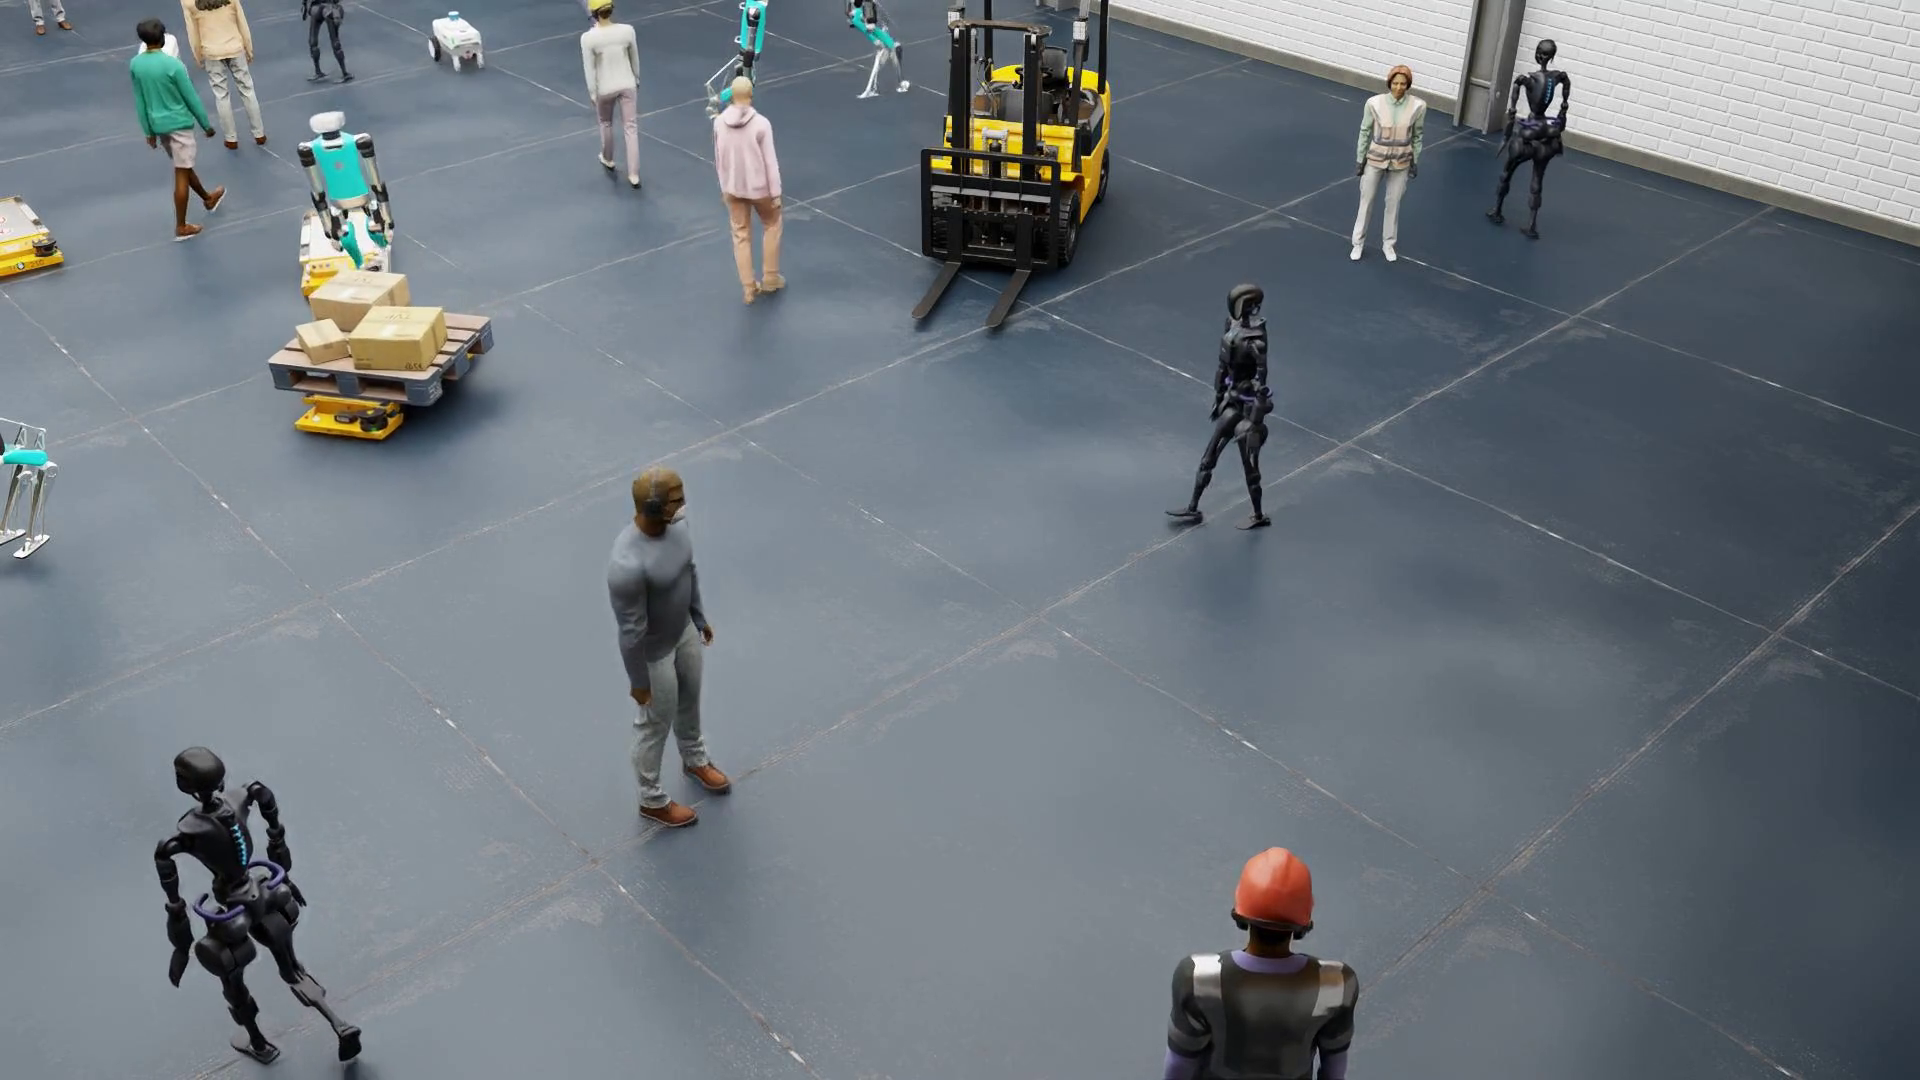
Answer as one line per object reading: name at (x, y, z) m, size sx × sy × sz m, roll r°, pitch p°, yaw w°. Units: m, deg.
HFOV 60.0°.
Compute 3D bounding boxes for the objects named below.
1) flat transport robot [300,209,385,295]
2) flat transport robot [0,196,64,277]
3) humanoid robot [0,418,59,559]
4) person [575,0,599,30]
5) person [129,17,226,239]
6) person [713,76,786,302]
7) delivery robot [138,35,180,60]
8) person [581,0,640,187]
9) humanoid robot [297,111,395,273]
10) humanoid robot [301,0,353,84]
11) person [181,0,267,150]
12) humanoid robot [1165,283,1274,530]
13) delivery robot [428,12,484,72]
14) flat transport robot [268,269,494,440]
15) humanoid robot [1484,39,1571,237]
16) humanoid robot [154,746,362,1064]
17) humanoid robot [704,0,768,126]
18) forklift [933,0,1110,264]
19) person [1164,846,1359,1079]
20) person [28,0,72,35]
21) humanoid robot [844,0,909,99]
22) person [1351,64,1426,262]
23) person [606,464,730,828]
flat transport robot at (-5.159, -2.447, 13.934) m, size 0.659 × 0.231 × 1.431 m, roll -9°, pitch 34°, yaw -14°
flat transport robot at (-8.174, -2.584, 14.144) m, size 0.659 × 0.231 × 1.431 m, roll -23°, pitch 40°, yaw -31°
humanoid robot at (-5.703, -0.701, 9.782) m, size 0.533 × 1.677 × 0.735 m, roll 15°, pitch 36°, yaw 21°
person at (-4.210, -6.551, 18.803) m, size 0.819 × 1.835 × 0.700 m, roll -24°, pitch 40°, yaw -32°
person at (-6.676, -3.554, 14.233) m, size 0.515 × 1.806 × 0.918 m, roll 9°, pitch 34°, yaw 13°
person at (-1.631, -2.758, 13.042) m, size 0.556 × 1.760 × 0.601 m, roll 7°, pitch 34°, yaw 10°
delivery robot at (-8.578, -5.140, 17.827) m, size 0.499 × 0.611 × 0.815 m, roll -10°, pitch 34°, yaw -15°
person at (-3.185, -4.168, 15.238) m, size 0.537 × 1.726 × 0.864 m, roll -13°, pitch 35°, yaw -19°
humanoid robot at (-4.565, -2.429, 12.582) m, size 0.583 × 1.795 × 0.775 m, roll -9°, pitch 34°, yaw -13°
humanoid robot at (-6.767, -5.651, 17.568) m, size 0.587 × 1.653 × 0.429 m, roll 16°, pitch 36°, yaw 23°
person at (-7.034, -4.668, 15.878) m, size 0.553 × 1.877 × 0.414 m, roll -17°, pitch 37°, yaw -25°
humanoid robot at (1.647, -0.768, 10.080) m, size 0.676 × 1.638 × 0.615 m, roll -10°, pitch 34°, yaw -15°
delivery robot at (-5.580, -5.549, 18.449) m, size 0.499 × 0.605 × 0.788 m, roll -19°, pitch 37°, yaw -26°
flat transport robot at (-4.099, -1.157, 11.951) m, size 0.659 × 0.231 × 1.431 m, roll 7°, pitch 34°, yaw 11°
humanoid robot at (4.873, -3.452, 14.201) m, size 0.611 × 1.634 × 0.651 m, roll -7°, pitch 34°, yaw -10°
humanoid robot at (-2.816, 1.509, 6.575) m, size 0.583 × 1.644 × 0.590 m, roll 18°, pitch 37°, yaw 25°
humanoid robot at (-2.130, -4.242, 15.466) m, size 0.786 × 1.890 × 0.534 m, roll -1°, pitch 33°, yaw -1°
forklift at (0.570, -3.725, 14.138) m, size 1.214 × 2.155 × 2.313 m, roll 9°, pitch 34°, yaw 13°
person at (0.987, 1.860, 5.693) m, size 0.613 × 2.038 × 0.393 m, roll 1°, pitch 33°, yaw 1°
person at (-10.710, -6.718, 19.227) m, size 0.470 × 1.651 × 0.312 m, roll -24°, pitch 40°, yaw -32°
humanoid robot at (-0.835, -5.462, 17.289) m, size 0.876 × 1.838 × 0.548 m, roll -15°, pitch 36°, yaw -22°
person at (3.510, -3.089, 13.661) m, size 0.522 × 1.639 × 0.304 m, roll 2°, pitch 33°, yaw 4°
person at (-1.398, 0.499, 7.890) m, size 0.436 × 1.929 × 0.646 m, roll 9°, pitch 34°, yaw 14°
